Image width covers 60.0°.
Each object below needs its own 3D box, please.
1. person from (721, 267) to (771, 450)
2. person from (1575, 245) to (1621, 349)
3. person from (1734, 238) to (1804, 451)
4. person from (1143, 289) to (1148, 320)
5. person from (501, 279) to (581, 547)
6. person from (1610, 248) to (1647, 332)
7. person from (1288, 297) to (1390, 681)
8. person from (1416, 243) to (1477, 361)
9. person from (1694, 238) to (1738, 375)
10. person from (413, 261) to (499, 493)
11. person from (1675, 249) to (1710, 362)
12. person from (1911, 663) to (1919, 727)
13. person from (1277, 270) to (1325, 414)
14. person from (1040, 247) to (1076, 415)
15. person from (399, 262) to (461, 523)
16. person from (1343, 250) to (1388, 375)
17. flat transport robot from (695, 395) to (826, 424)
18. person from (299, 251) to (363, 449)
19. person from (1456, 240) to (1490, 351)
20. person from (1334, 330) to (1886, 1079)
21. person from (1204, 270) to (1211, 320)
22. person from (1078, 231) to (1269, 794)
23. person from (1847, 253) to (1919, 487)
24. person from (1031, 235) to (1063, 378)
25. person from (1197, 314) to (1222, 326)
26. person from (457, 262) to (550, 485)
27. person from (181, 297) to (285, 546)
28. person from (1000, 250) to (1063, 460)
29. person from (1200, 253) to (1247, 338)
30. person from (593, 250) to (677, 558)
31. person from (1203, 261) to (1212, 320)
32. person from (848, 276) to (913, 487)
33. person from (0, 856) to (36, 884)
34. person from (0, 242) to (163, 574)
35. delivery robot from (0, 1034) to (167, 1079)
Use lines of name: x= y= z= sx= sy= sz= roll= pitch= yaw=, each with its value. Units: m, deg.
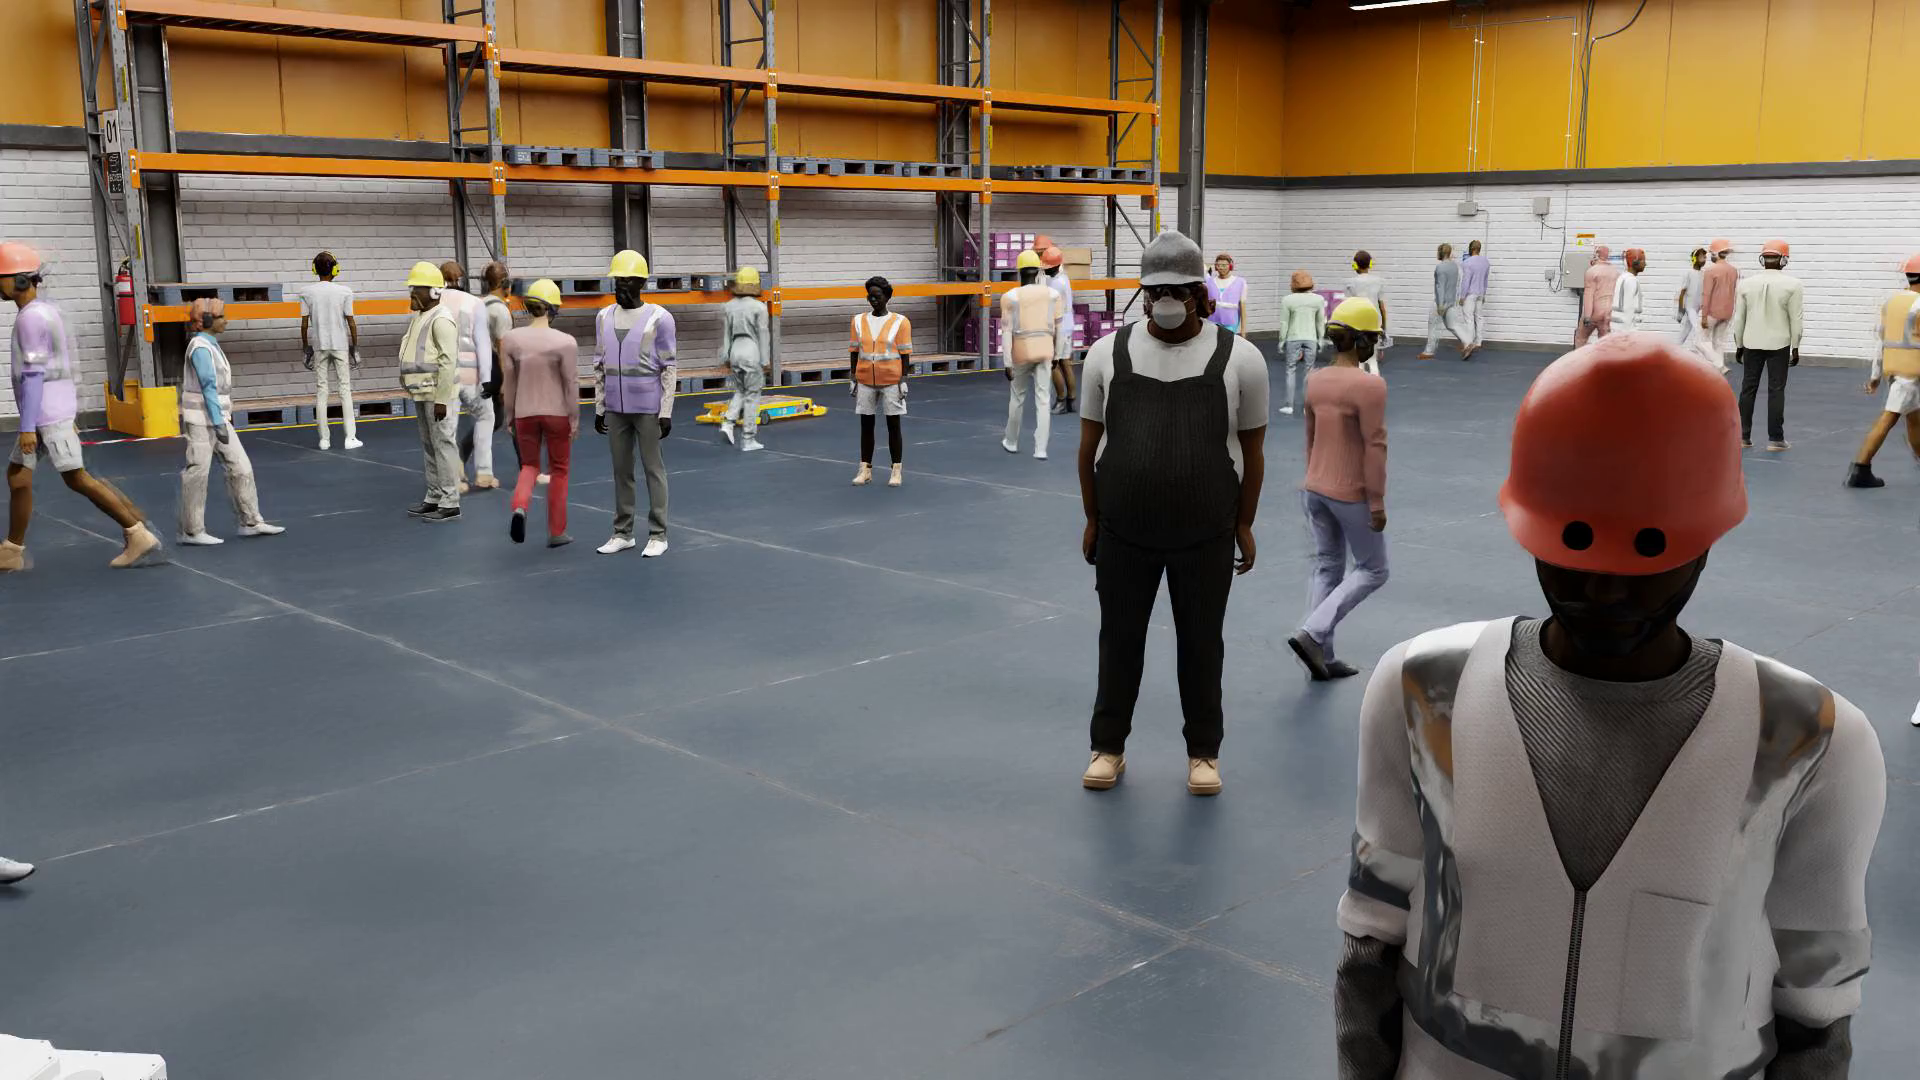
person: x=-2.010 y=-1.699 z=15.668 sx=0.483 sy=1.732 sz=0.395 roll=6 pitch=12 yaw=29
person: x=8.856 y=-3.175 z=23.298 sx=0.666 sy=1.871 sz=0.853 roll=-5 pitch=11 yaw=-24
person: x=7.635 y=-1.842 z=15.717 sx=0.608 sy=1.994 sz=0.382 roll=10 pitch=14 yaw=43
person: x=3.090 y=-3.611 z=25.952 sx=0.611 sy=1.778 sz=0.994 roll=6 pitch=12 yaw=29
person: x=-2.699 y=-0.797 z=10.688 sx=0.531 sy=1.747 sz=0.477 roll=1 pitch=10 yaw=8
person: x=7.701 y=-2.428 z=19.246 sx=0.445 sy=1.872 sz=0.576 roll=2 pitch=10 yaw=8
person: x=1.695 y=-0.205 z=7.447 sx=0.436 sy=1.749 sz=0.543 roll=-5 pitch=11 yaw=-24
person: x=7.906 y=-3.844 z=26.892 sx=0.925 sy=1.912 sz=0.641 roll=9 pitch=14 yaw=41
person: x=10.085 y=-3.009 z=22.117 sx=0.614 sy=1.982 sz=0.515 roll=-5 pitch=11 yaw=-24
person: x=-3.933 y=-1.278 z=13.120 sx=0.649 sy=1.813 sz=0.685 roll=2 pitch=11 yaw=10
person: x=11.111 y=-3.469 z=25.074 sx=0.530 sy=1.815 sz=0.972 roll=-7 pitch=12 yaw=-33
person: x=4.233 y=-0.145 z=6.716 sx=0.642 sy=1.903 sz=0.399 roll=5 pitch=12 yaw=27
person: x=3.867 y=-2.234 z=18.864 sx=0.534 sy=1.629 sz=0.279 roll=0 pitch=10 yaw=-1
person: x=1.120 y=-2.367 z=18.864 sx=0.374 sy=1.892 sz=0.696 roll=2 pitch=11 yaw=13
person: x=-3.760 y=-1.045 z=11.809 sx=0.404 sy=1.833 sz=0.588 roll=-7 pitch=13 yaw=-34
person: x=4.737 y=-2.458 z=19.479 sx=0.545 sy=1.843 sz=0.448 roll=0 pitch=10 yaw=0
flat transport robot: x=-2.166 y=-1.431 z=18.174 sx=0.652 sy=0.197 sz=1.431 roll=7 pitch=12 yaw=33
person: x=-5.967 y=-1.791 z=15.779 sx=0.531 sy=1.870 sz=0.317 roll=-2 pitch=11 yaw=-11
person: x=8.966 y=-4.264 z=29.073 sx=0.635 sy=1.938 sz=0.360 roll=-7 pitch=13 yaw=-34
person: x=0.669 y=0.736 z=1.838 sx=0.543 sy=1.928 sz=0.371 roll=5 pitch=11 yaw=25
person: x=3.472 y=-3.472 z=25.076 sx=0.605 sy=1.816 sz=0.411 roll=6 pitch=12 yaw=29
person: x=0.751 y=-0.084 z=6.002 sx=0.682 sy=2.000 sz=0.536 roll=2 pitch=11 yaw=12
person: x=7.641 y=-1.350 z=13.317 sx=1.009 sy=1.882 sz=0.567 roll=-1 pitch=10 yaw=-5
person: x=1.216 y=-3.322 z=23.714 sx=0.606 sy=2.028 sz=0.501 roll=10 pitch=14 yaw=44
person: x=1.893 y=-1.229 z=13.440 sx=0.514 sy=1.606 sz=0.748 roll=3 pitch=11 yaw=14
person: x=-3.739 y=-1.317 z=13.336 sx=0.813 sy=1.816 sz=0.526 roll=-7 pitch=13 yaw=-35
person: x=-4.782 y=-0.765 z=10.853 sx=0.720 sy=1.610 sz=0.545 roll=-3 pitch=11 yaw=-14
person: x=0.635 y=-1.696 z=15.226 sx=0.596 sy=1.883 sz=0.860 roll=-2 pitch=11 yaw=-8
person: x=3.307 y=-2.700 z=20.927 sx=0.583 sy=1.805 sz=0.956 roll=5 pitch=11 yaw=23
person: x=-2.061 y=-0.855 z=10.509 sx=0.587 sy=1.930 sz=0.360 roll=4 pitch=11 yaw=22
person: x=4.167 y=-4.289 z=29.544 sx=0.635 sy=1.818 sz=0.820 roll=1 pitch=10 yaw=8
person: x=-0.649 y=-1.274 z=13.429 sx=0.535 sy=1.697 sz=0.318 roll=3 pitch=11 yaw=15
person: x=-3.213 y=0.323 z=4.966 sx=0.778 sy=1.605 sz=0.532 roll=1 pitch=10 yaw=8
person: x=-5.398 y=-0.775 z=9.933 sx=1.060 sy=1.992 sz=0.616 roll=-5 pitch=12 yaw=-26
delivery robot: x=-1.916 y=1.129 z=3.185 sx=0.707 sy=0.478 sz=0.477 roll=1 pitch=10 yaw=5
